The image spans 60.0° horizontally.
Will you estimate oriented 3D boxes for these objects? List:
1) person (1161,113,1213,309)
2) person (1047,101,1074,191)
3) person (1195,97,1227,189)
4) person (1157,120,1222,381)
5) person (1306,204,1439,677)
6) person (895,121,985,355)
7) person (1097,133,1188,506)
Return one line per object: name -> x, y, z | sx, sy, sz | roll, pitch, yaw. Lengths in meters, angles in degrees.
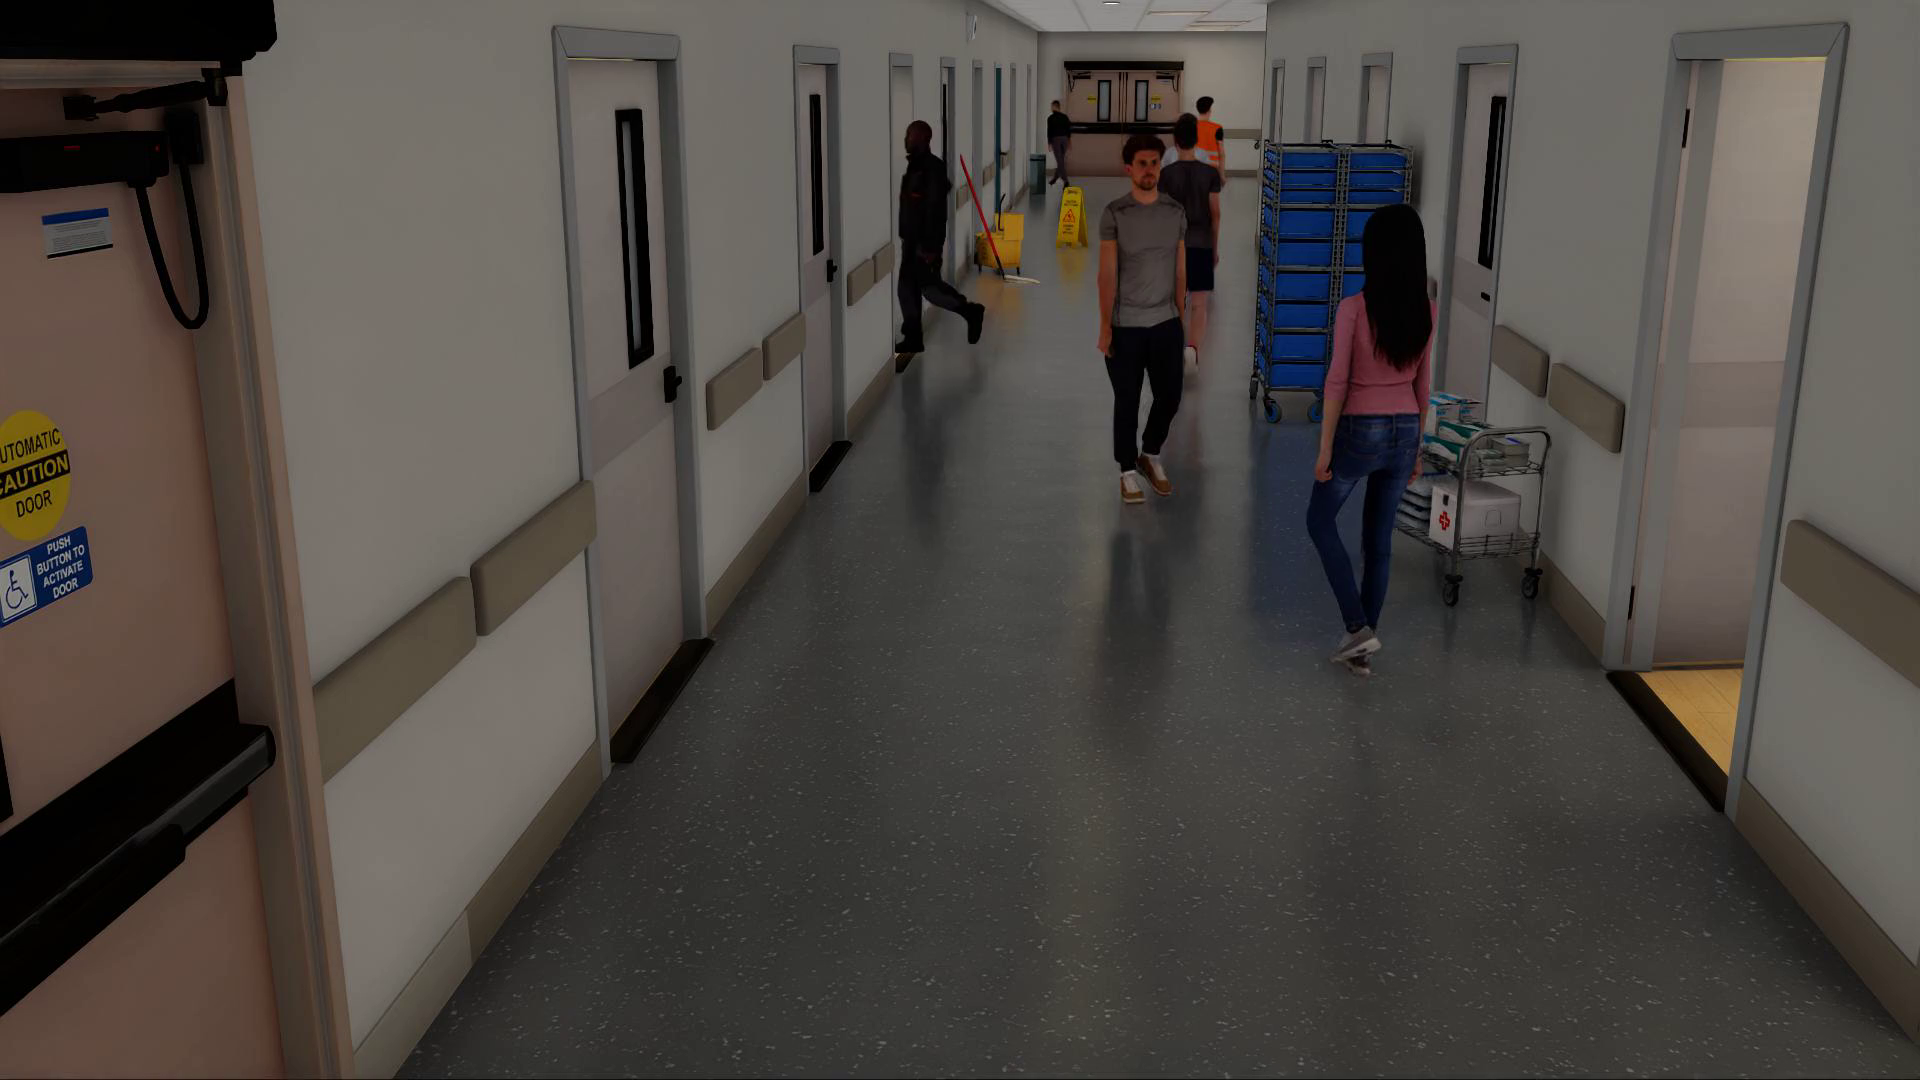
person -> 2.067, -3.019, 15.456 | 0.725, 1.784, 1.061 | 3, 16, 10
person -> 1.905, -7.340, 31.078 | 0.987, 1.623, 1.128 | -7, 17, -24
person -> 3.001, -4.497, 20.543 | 0.939, 1.868, 1.171 | 8, 17, 25
person -> 1.642, -2.052, 11.947 | 0.635, 1.827, 1.039 | 1, 16, 4
person -> 1.516, -0.325, 5.985 | 0.698, 1.737, 0.725 | -4, 16, -13
person -> -0.194, -2.364, 13.117 | 1.122, 1.791, 1.132 | -9, 18, -29
person -> 0.906, -1.121, 8.547 | 0.711, 1.879, 0.718 | -3, 16, -10
